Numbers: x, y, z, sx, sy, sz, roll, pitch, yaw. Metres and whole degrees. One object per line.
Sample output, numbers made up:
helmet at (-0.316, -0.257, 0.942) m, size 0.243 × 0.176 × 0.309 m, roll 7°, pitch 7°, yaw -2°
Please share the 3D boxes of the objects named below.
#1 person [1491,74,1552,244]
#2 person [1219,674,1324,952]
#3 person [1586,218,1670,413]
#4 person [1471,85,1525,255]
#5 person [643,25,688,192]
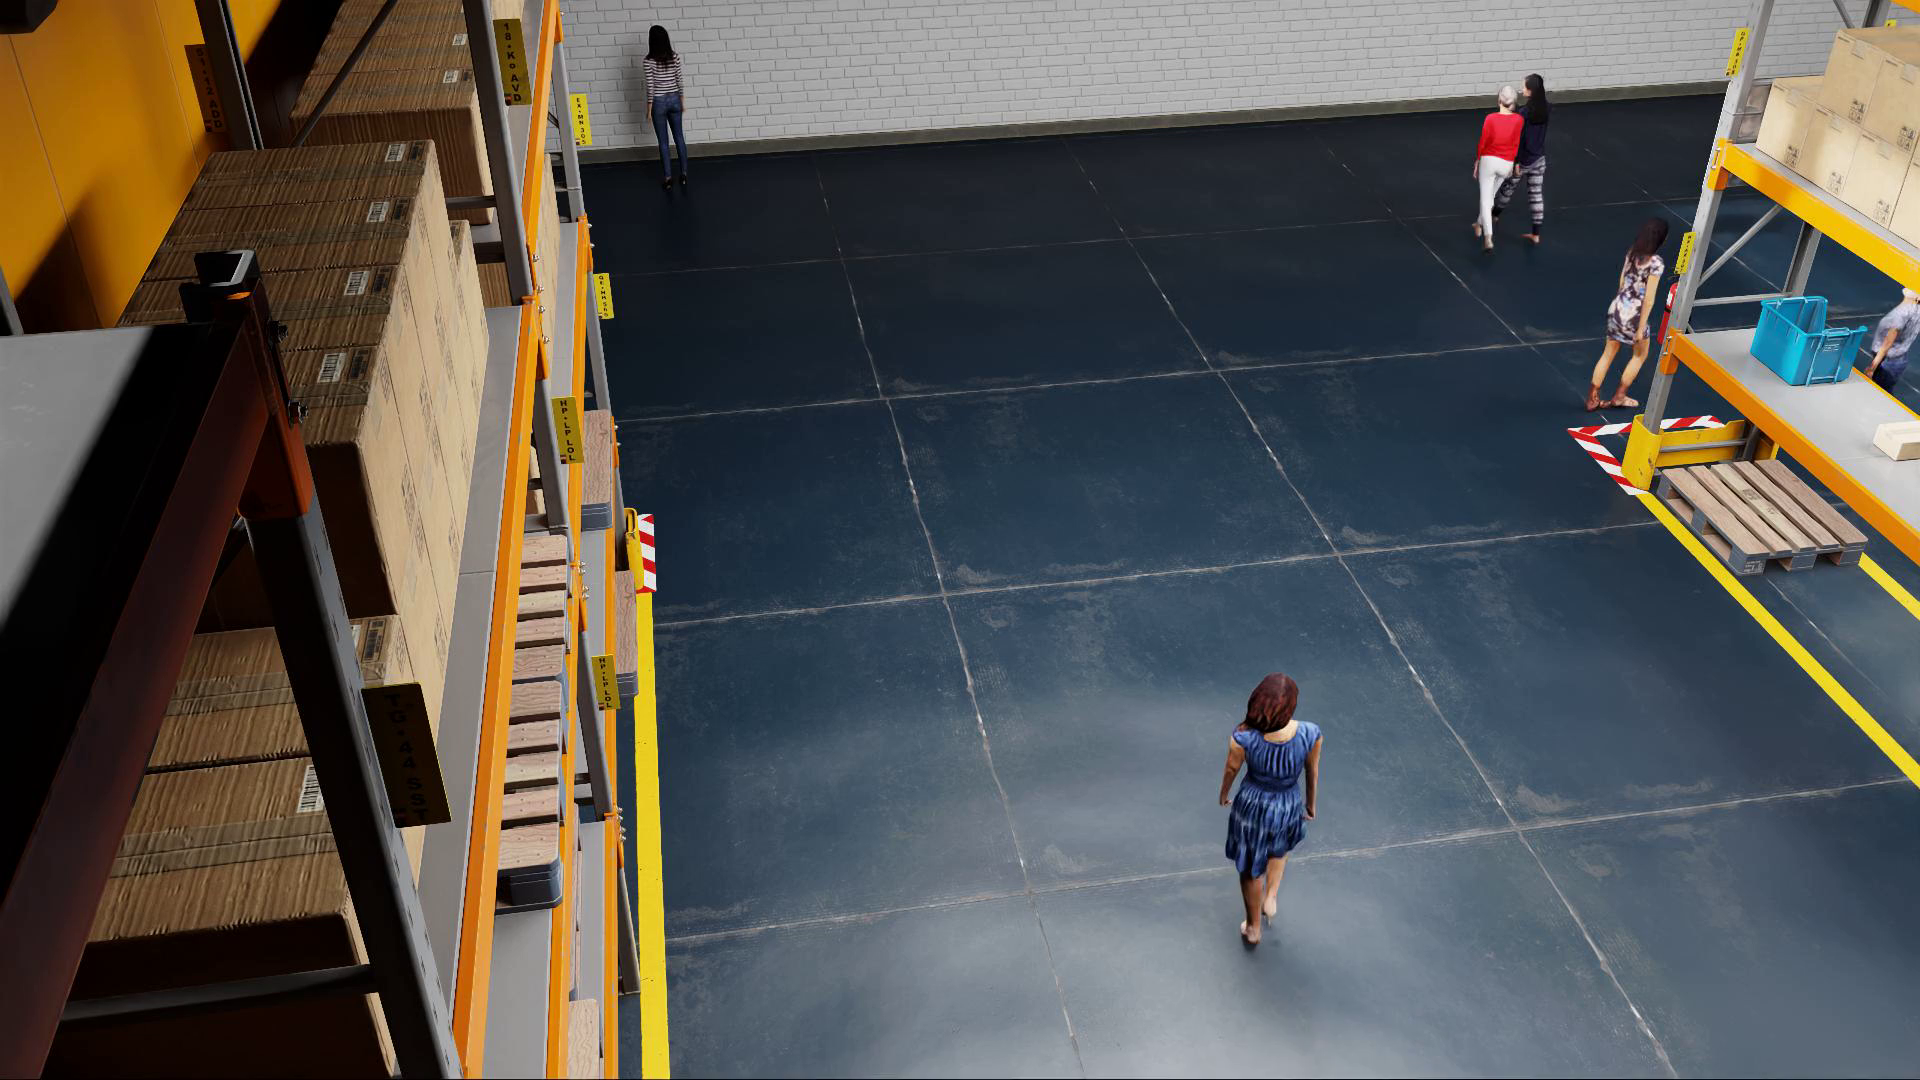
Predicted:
person at (5.836, -3.837, 16.918) m, size 0.784 × 1.670 × 1.164 m, roll -11°, pitch 35°, yaw -16°
person at (1.643, 1.508, 8.764) m, size 0.696 × 1.794 × 0.726 m, roll -3°, pitch 34°, yaw -4°
person at (5.505, -1.827, 13.854) m, size 0.768 × 1.714 × 0.693 m, roll -10°, pitch 35°, yaw -15°
person at (5.385, -3.690, 16.706) m, size 0.738 × 1.661 × 1.165 m, roll 1°, pitch 34°, yaw 1°
person at (-3.197, -4.703, 18.107) m, size 0.649 × 1.796 × 0.612 m, roll -19°, pitch 38°, yaw -26°
